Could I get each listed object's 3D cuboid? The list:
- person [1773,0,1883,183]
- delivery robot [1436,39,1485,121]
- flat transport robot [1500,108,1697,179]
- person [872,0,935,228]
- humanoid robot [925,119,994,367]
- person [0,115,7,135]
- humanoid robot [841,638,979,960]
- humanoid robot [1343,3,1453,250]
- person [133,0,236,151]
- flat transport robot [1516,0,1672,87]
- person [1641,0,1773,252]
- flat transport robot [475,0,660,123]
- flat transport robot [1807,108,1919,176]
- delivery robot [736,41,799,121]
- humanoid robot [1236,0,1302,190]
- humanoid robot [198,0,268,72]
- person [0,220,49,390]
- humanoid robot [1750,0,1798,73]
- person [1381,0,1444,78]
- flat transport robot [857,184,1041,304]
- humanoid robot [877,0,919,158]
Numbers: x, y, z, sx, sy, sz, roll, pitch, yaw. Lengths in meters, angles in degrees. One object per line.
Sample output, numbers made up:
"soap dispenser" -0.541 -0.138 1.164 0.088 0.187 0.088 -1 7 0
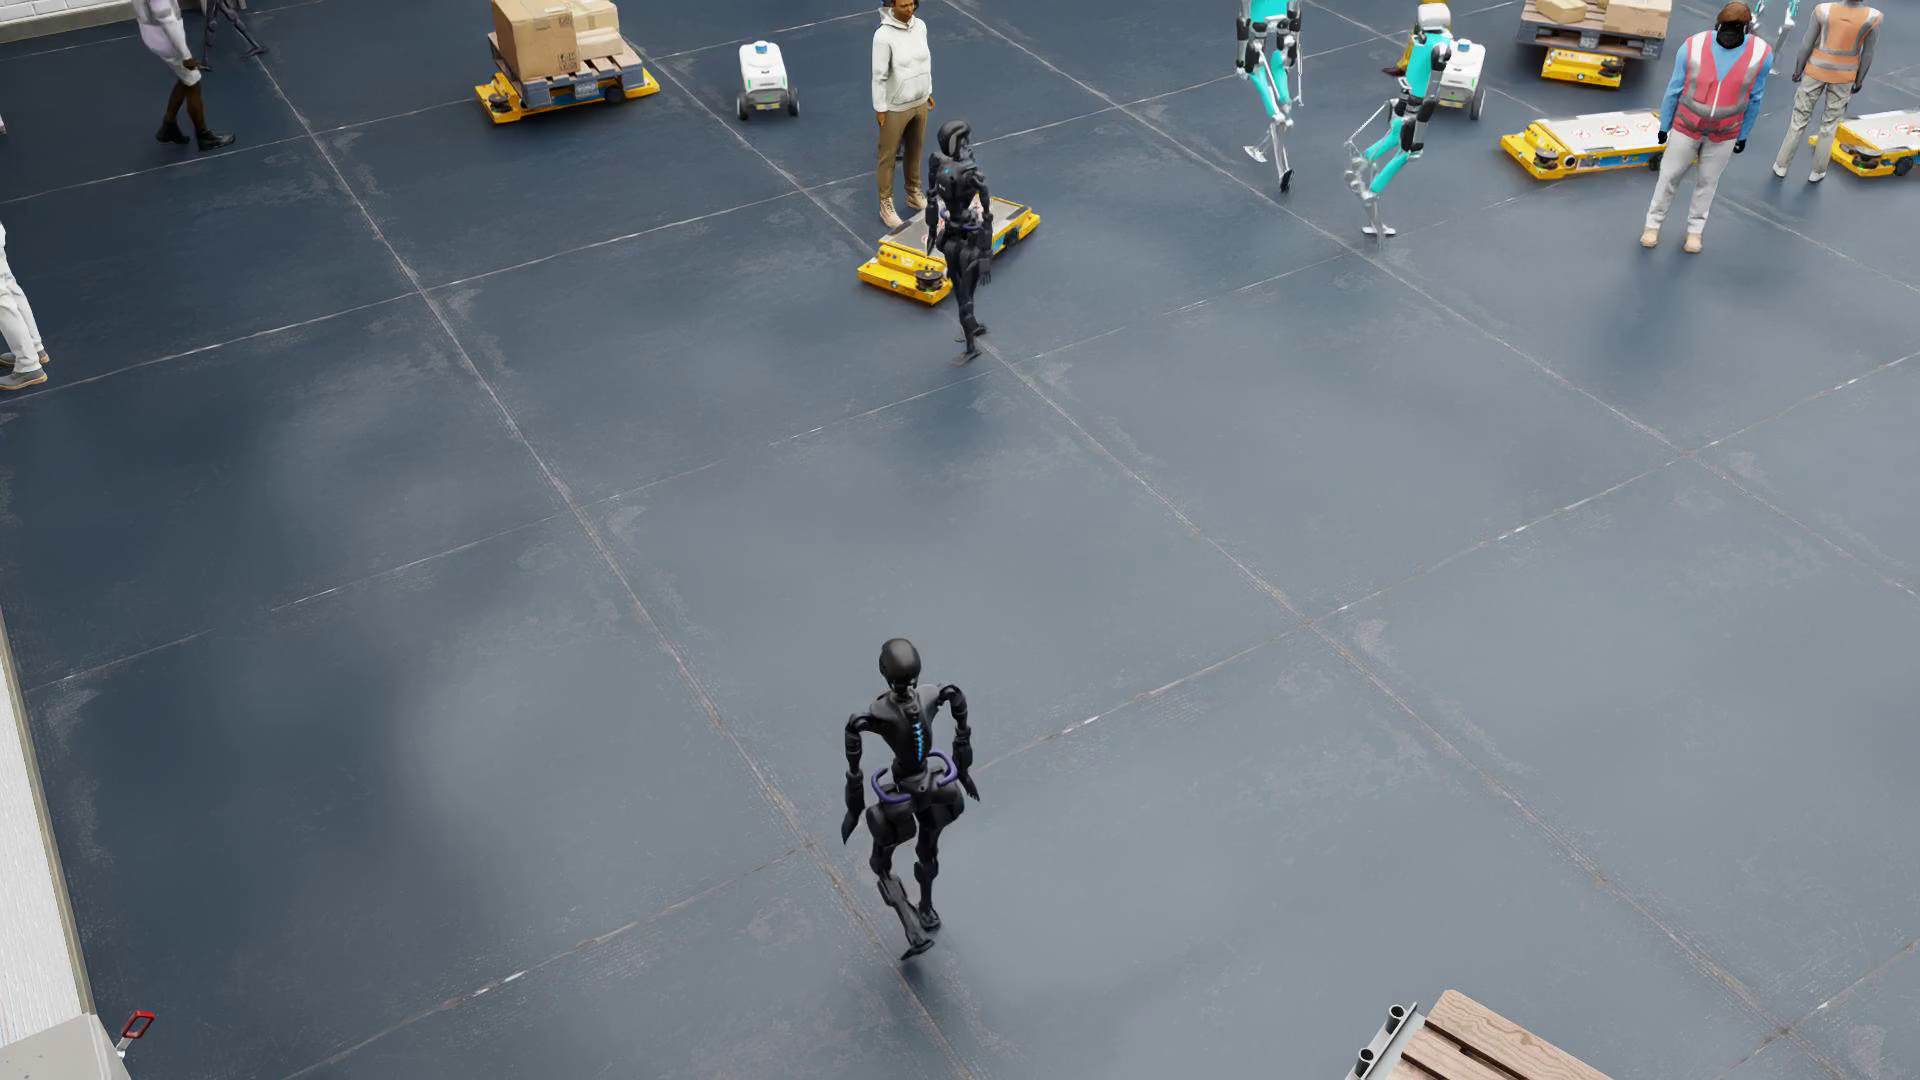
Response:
"person" 6.587 -3.510 12.615 0.513 1.639 0.310 17 42 20
"delivery robot" 4.177 -3.878 13.970 0.499 0.614 0.791 13 40 15
"flat transport robot" 5.134 -3.160 13.279 1.431 0.231 0.659 -8 39 -10
"person" -0.429 -3.163 12.077 0.531 1.767 0.364 -28 46 -31
"humanoid robot" 0.051 -1.934 10.611 0.447 1.638 0.592 -31 48 -33
"person" -7.991 -3.988 13.057 0.389 1.843 0.562 7 39 9
"humanoid robot" -0.164 1.080 6.797 0.608 1.636 0.477 -17 41 -20
"humanoid robot" 3.013 -2.874 11.783 0.665 1.849 0.553 -2 38 -2
"person" -6.110 -3.861 12.865 0.506 1.902 0.585 -26 45 -29
"flat transport robot" 5.627 -4.446 14.902 0.659 0.231 1.431 13 40 16
"person" 5.235 -2.893 11.689 0.630 1.835 0.432 13 40 16
"flat transport robot" -3.356 -3.888 14.197 1.431 0.231 0.659 -17 42 -21
"flat transport robot" 7.634 -3.198 13.327 1.431 0.231 0.659 -9 39 -12
"delivery robot" -1.643 -3.864 13.946 0.499 0.606 0.794 -7 39 -9
"humanoid robot" 2.456 -3.563 12.634 0.550 1.787 0.921 -12 40 -14
"humanoid robot" -6.552 -4.896 14.369 0.773 1.621 0.613 -29 47 -32
"person" -6.091 -1.816 10.286 0.356 1.882 0.574 -11 40 -14
"humanoid robot" 7.101 -4.899 14.340 0.530 1.810 0.807 28 46 31
"person" 3.981 -4.841 14.223 0.696 1.730 0.546 -3 39 -4
"flat transport robot" -0.064 -2.164 12.022 0.659 0.231 1.431 22 44 26
"humanoid robot" -0.465 -3.814 12.969 0.334 1.647 0.609 -14 40 -17
